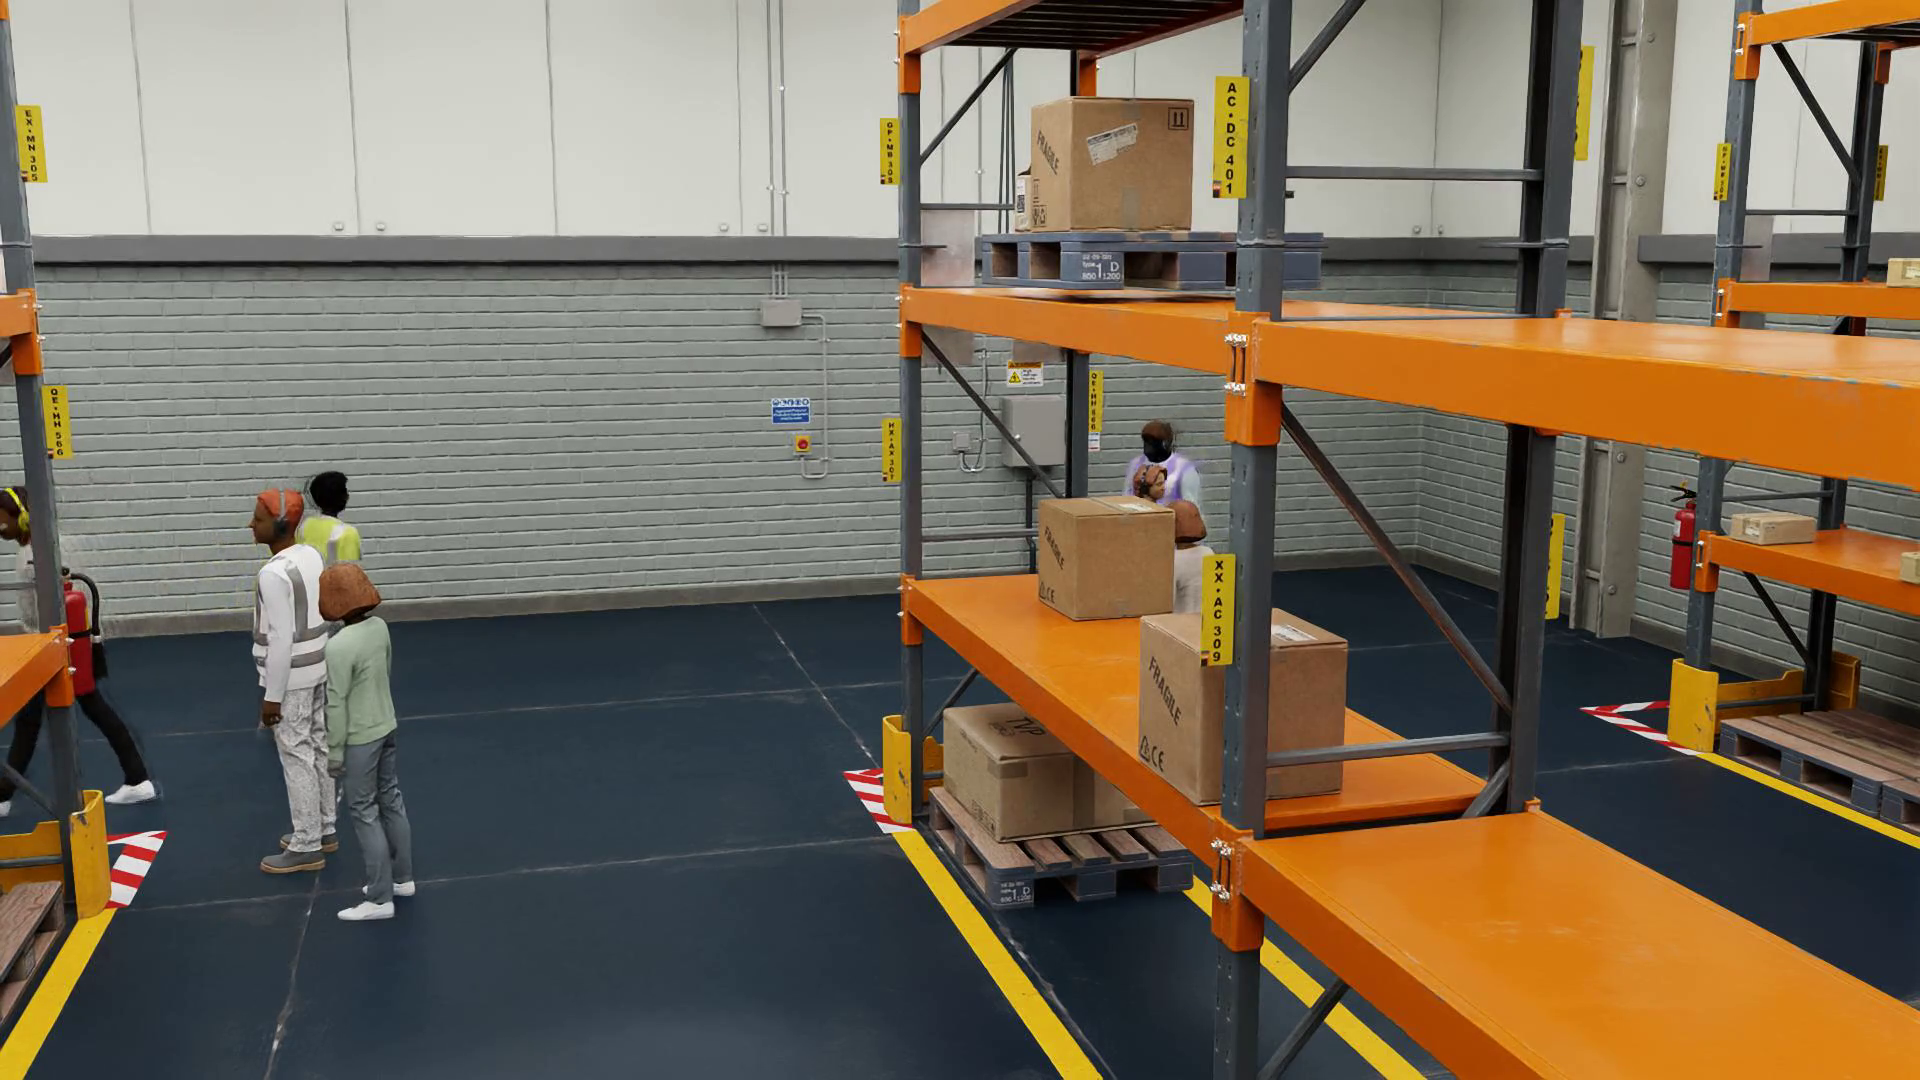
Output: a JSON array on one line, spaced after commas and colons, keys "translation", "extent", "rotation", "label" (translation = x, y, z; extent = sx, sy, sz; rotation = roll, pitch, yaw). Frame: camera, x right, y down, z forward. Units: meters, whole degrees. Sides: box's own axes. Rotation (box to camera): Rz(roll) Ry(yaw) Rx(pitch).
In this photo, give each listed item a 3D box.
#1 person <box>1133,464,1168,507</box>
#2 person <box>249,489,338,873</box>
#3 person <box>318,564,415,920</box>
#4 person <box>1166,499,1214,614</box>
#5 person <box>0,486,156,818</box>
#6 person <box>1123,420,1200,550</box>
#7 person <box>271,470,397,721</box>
[{"translation": [1.219, 0.314, 10.918], "extent": [0.314, 1.642, 0.514], "rotation": [6, 11, 30], "label": "person"}, {"translation": [-3.271, 0.680, 8.144], "extent": [0.350, 1.883, 0.583], "rotation": [0, 10, -2], "label": "person"}, {"translation": [-2.719, 0.909, 7.584], "extent": [0.302, 1.624, 0.498], "rotation": [1, 10, 6], "label": "person"}, {"translation": [1.249, 0.583, 9.409], "extent": [0.280, 1.633, 0.500], "rotation": [9, 13, 41], "label": "person"}, {"translation": [-4.858, 0.590, 8.876], "extent": [0.987, 1.807, 0.612], "rotation": [-2, 10, -12], "label": "person"}, {"translation": [1.467, 0.005, 12.230], "extent": [0.931, 1.806, 0.637], "rotation": [-9, 14, -43], "label": "person"}, {"translation": [-3.961, 0.399, 10.364], "extent": [0.537, 1.670, 0.797], "rotation": [7, 12, 33], "label": "person"}]
